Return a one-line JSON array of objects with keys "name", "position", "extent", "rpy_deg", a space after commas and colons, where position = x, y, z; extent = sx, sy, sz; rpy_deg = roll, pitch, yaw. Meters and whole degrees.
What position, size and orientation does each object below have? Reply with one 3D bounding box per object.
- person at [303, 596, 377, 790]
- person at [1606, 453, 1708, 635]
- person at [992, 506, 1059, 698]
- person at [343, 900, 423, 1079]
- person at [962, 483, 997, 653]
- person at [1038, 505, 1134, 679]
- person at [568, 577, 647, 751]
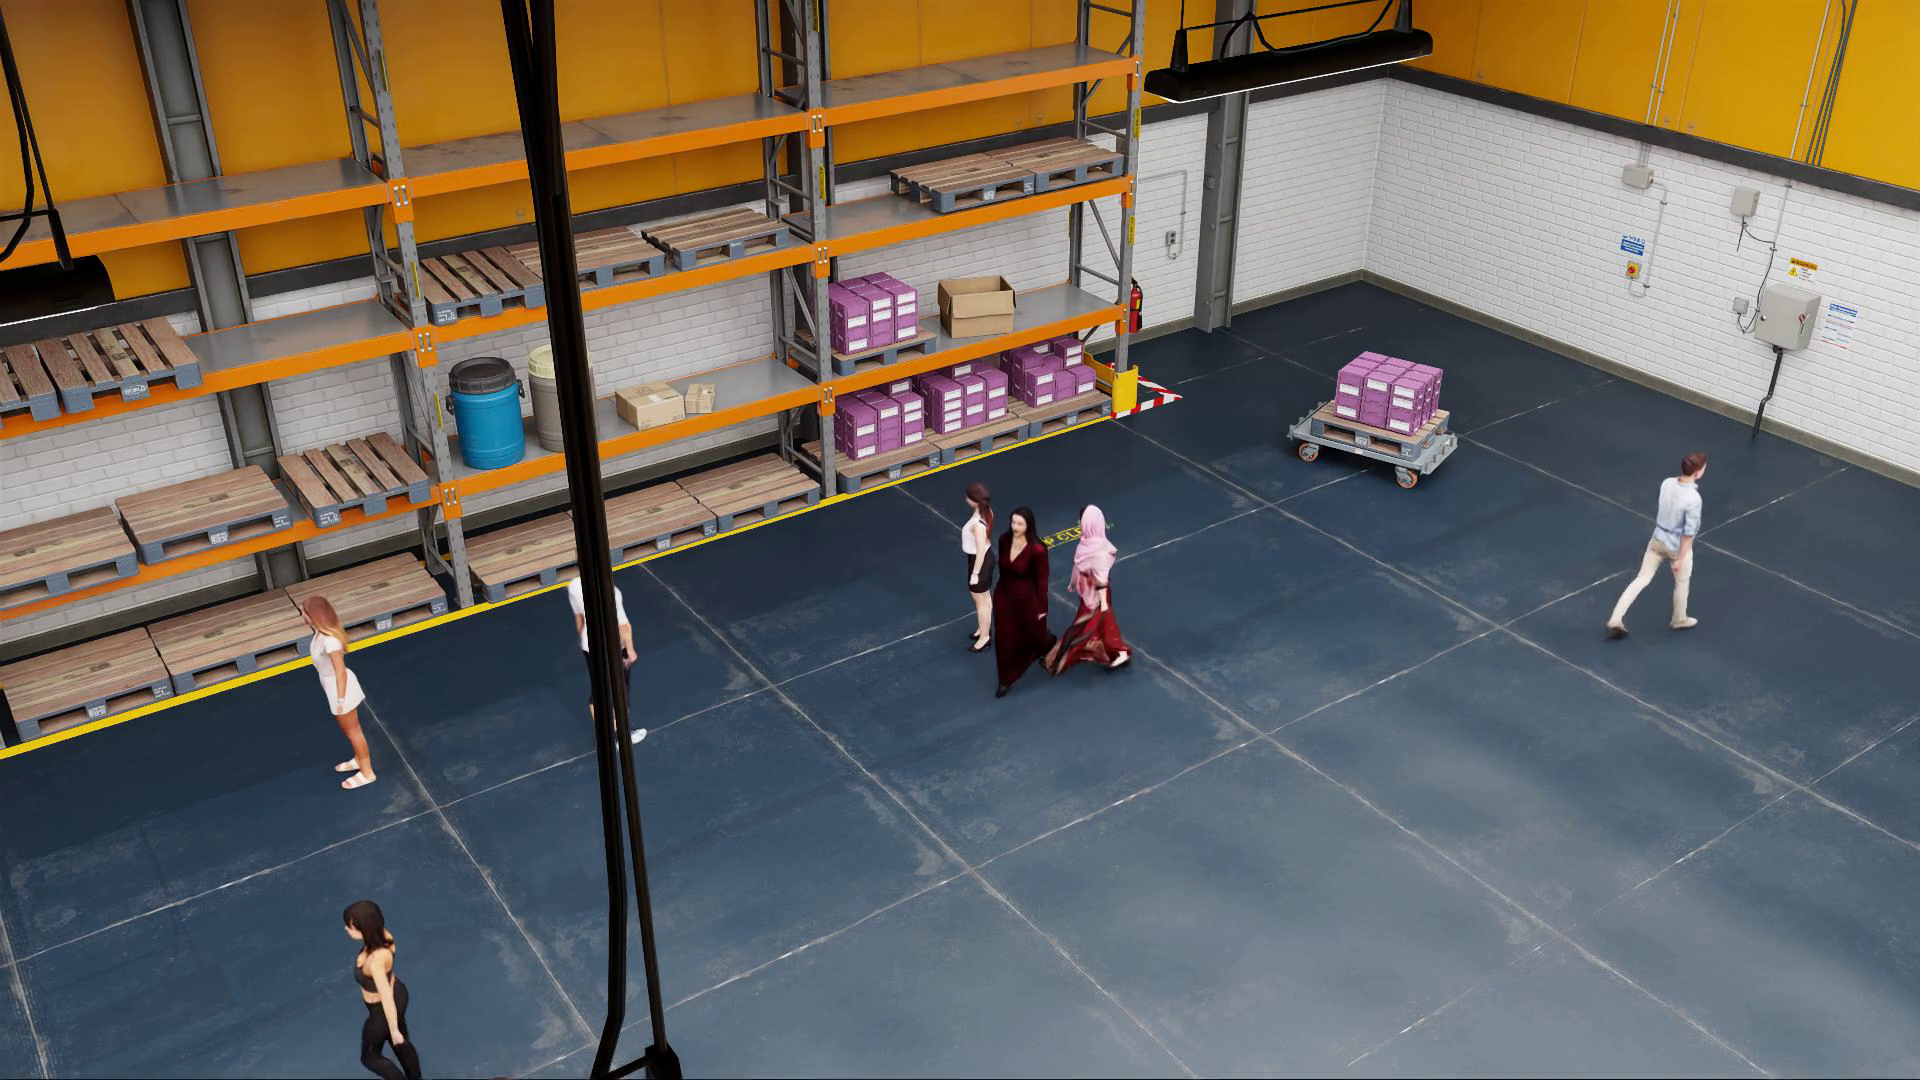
[{"name": "person", "position": [-4.831, 1.158, 12.963], "extent": [0.600, 1.695, 0.606], "rpy_deg": [-13, 31, -22]}, {"name": "person", "position": [6.246, 0.069, 14.834], "extent": [1.249, 1.815, 0.812], "rpy_deg": [-12, 31, -20]}, {"name": "person", "position": [0.578, 0.479, 14.169], "extent": [0.896, 1.732, 1.127], "rpy_deg": [17, 33, 29]}, {"name": "person", "position": [-3.364, 2.811, 9.997], "extent": [0.692, 1.632, 0.654], "rpy_deg": [-5, 29, -9]}, {"name": "person", "position": [0.179, 0.232, 14.705], "extent": [0.684, 1.651, 0.637], "rpy_deg": [3, 29, 5]}, {"name": "person", "position": [1.234, 0.460, 14.361], "extent": [1.176, 1.581, 0.937], "rpy_deg": [-5, 29, -9]}, {"name": "person", "position": [-2.875, 0.850, 13.366], "extent": [0.743, 1.849, 0.741], "rpy_deg": [14, 31, 23]}]
